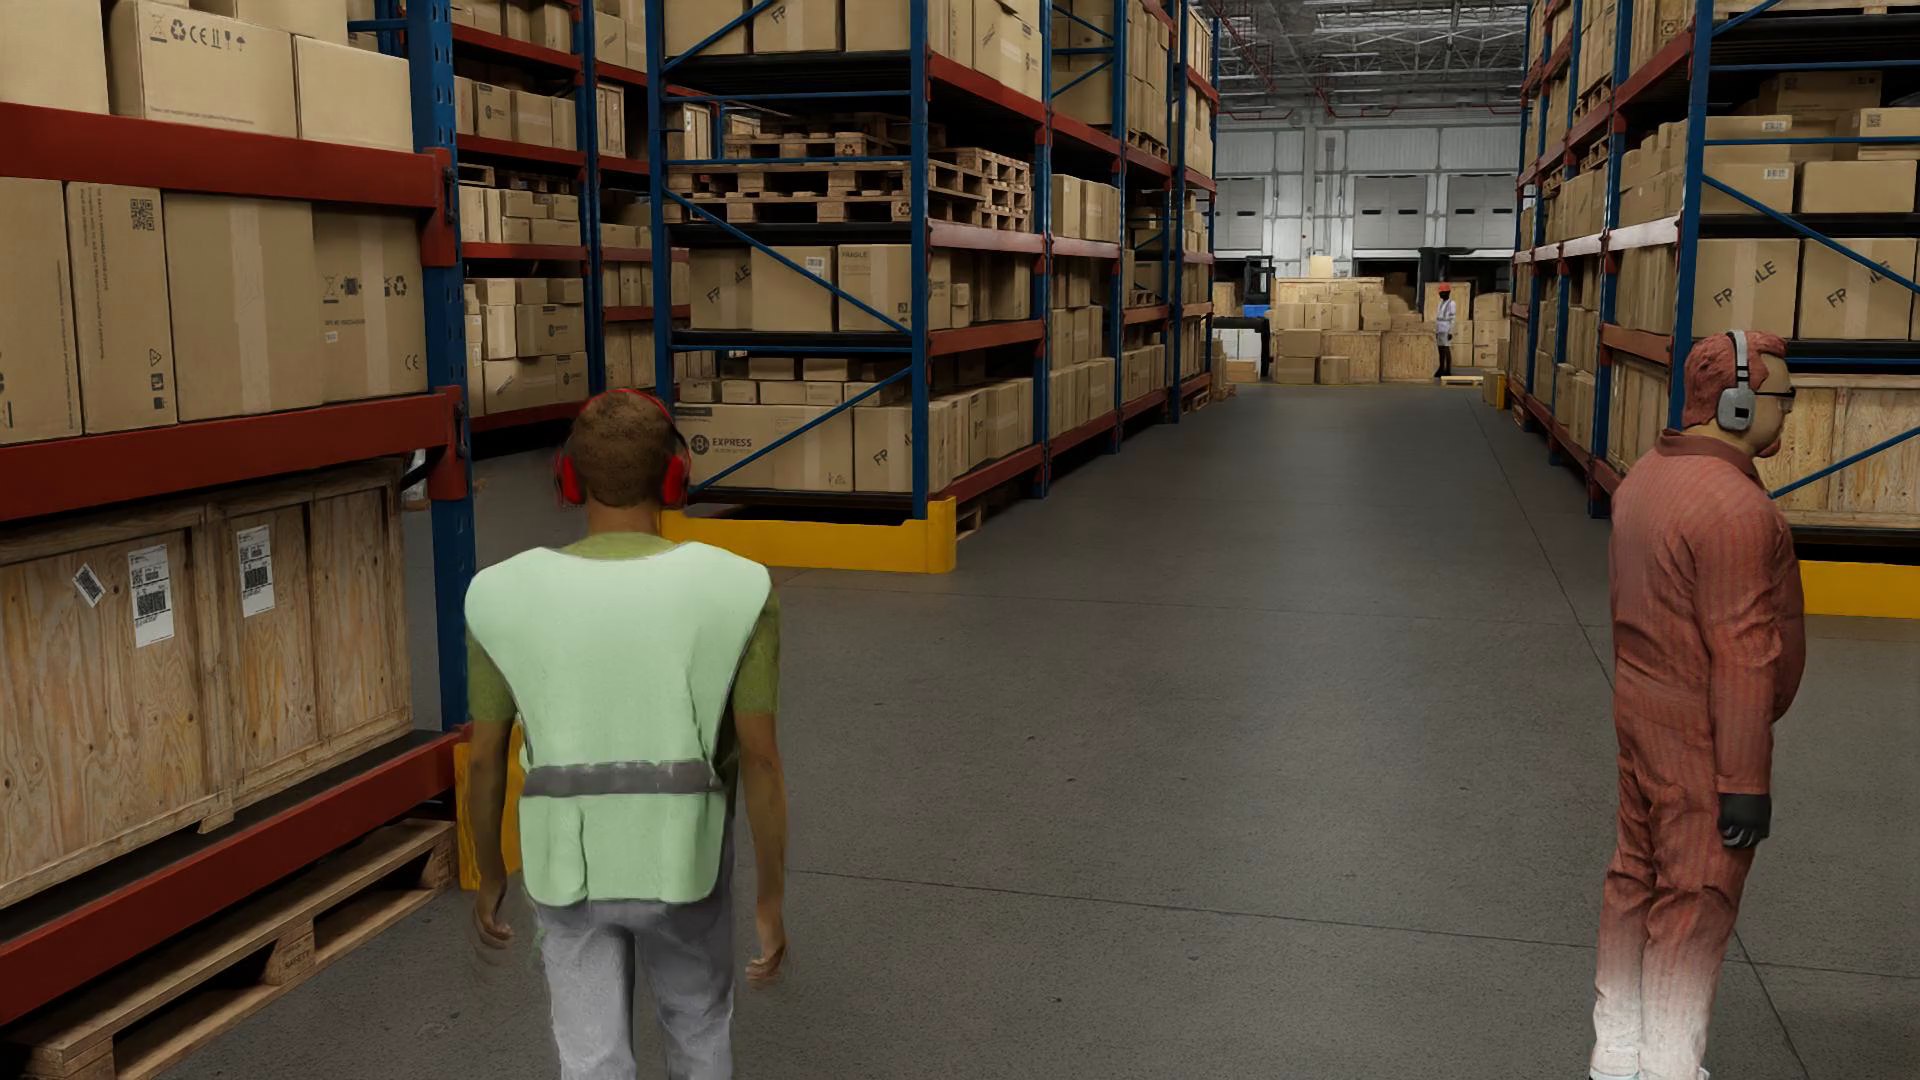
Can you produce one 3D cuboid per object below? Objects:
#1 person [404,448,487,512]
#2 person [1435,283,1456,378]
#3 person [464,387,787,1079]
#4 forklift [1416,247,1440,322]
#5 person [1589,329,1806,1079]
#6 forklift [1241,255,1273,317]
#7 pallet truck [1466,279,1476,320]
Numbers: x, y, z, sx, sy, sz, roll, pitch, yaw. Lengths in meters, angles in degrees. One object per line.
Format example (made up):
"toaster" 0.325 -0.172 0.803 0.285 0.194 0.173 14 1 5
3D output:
"person" -4.567 -1.172 14.644 0.653 1.791 0.973 7 11 36
"person" 9.855 -4.274 33.921 0.378 1.932 0.551 -2 9 -13
"person" -0.634 0.620 3.193 0.592 1.809 0.831 -1 9 -9
"forklift" 12.210 -6.239 43.408 1.873 2.768 1.129 5 10 30
"person" 1.746 0.466 3.894 0.401 1.906 0.649 0 9 2
"forklift" 10.552 -8.662 58.803 1.129 2.768 1.873 2 9 15
"pallet truck" 18.896 -8.459 60.307 1.885 1.965 0.823 5 10 31
